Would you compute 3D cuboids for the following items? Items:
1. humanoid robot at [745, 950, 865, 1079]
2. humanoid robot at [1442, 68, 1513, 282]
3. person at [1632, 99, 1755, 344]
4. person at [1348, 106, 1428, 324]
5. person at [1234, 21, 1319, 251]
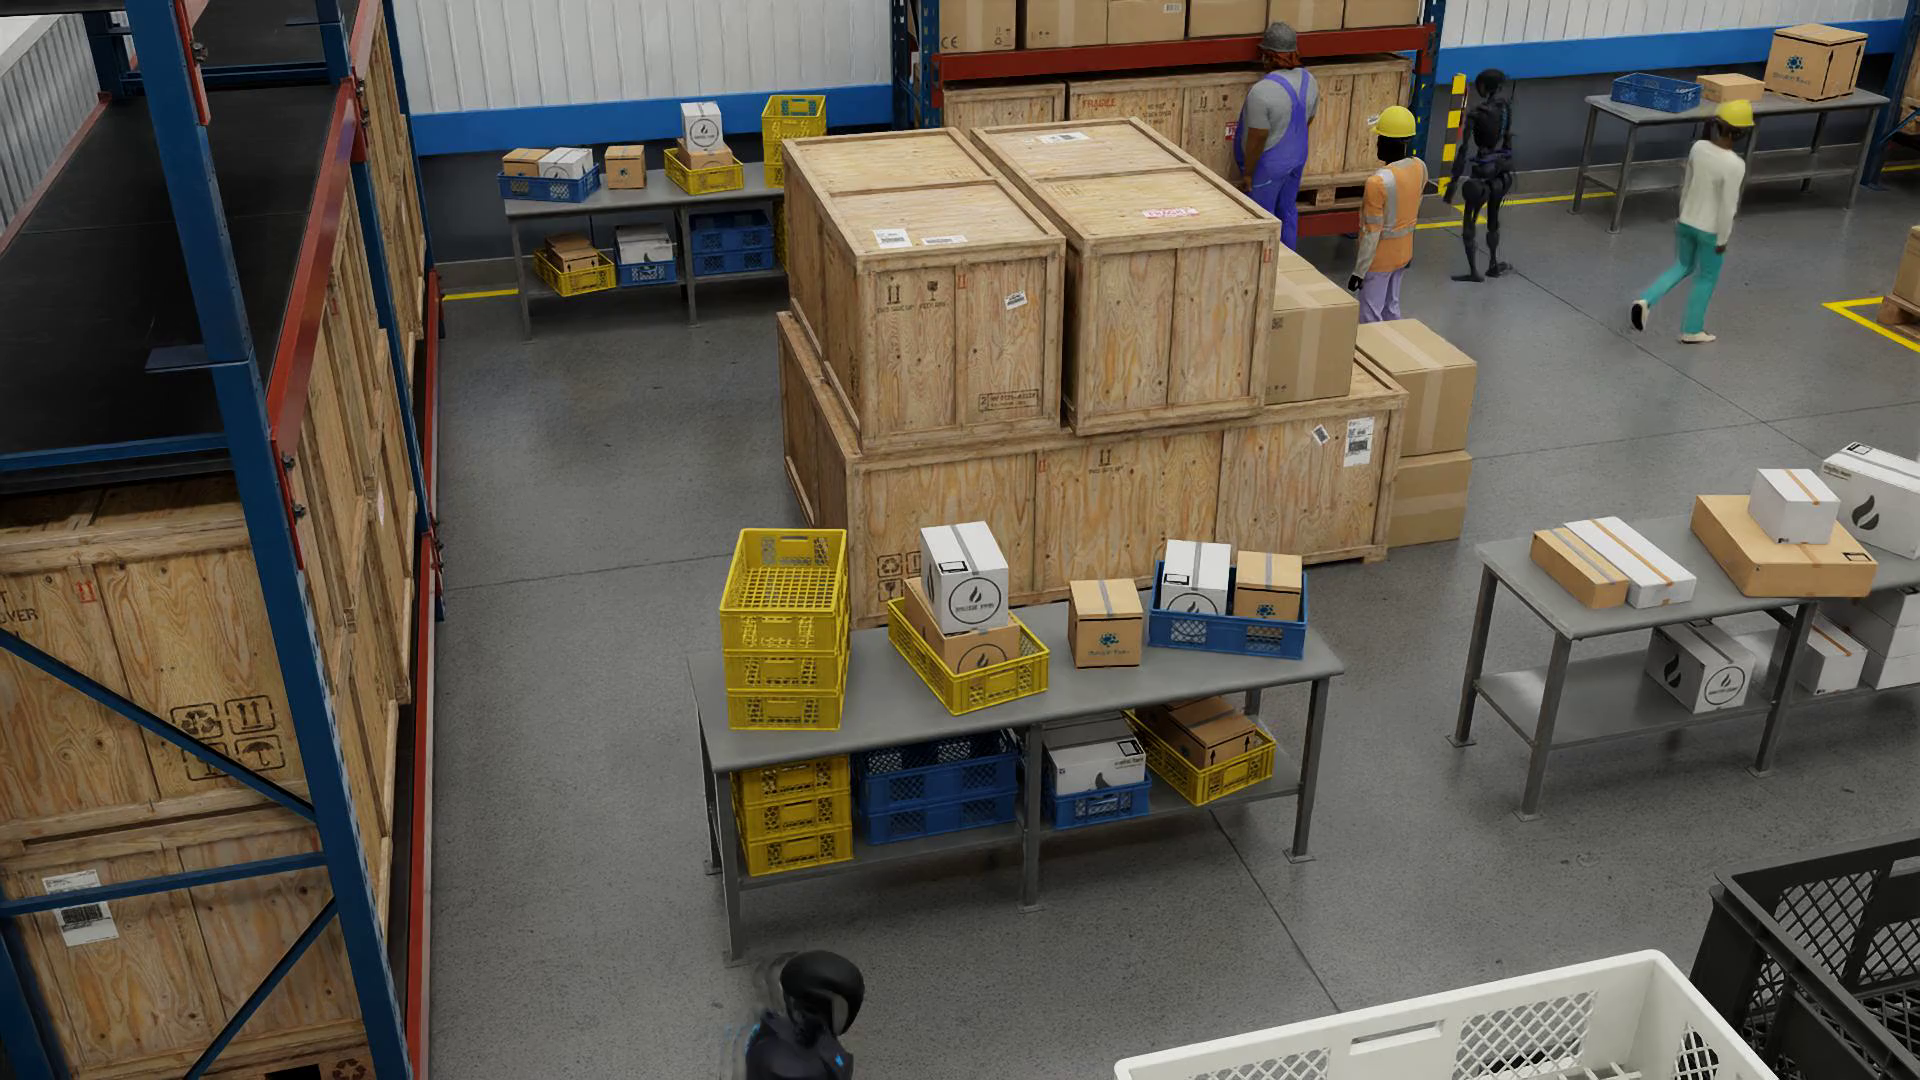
[{"bbox_3d":[-0.583,1.739,4.528,0.672,1.627,0.599,8,30,15],"label":"humanoid robot"},{"bbox_3d":[4.037,-2.808,12.782,0.670,1.641,0.362,-19,34,-31],"label":"humanoid robot"},{"bbox_3d":[5.125,-2.187,11.548,0.558,1.747,0.534,-10,30,-17],"label":"person"},{"bbox_3d":[2.712,-1.825,10.711,0.360,1.927,0.586,24,37,37],"label":"person"},{"bbox_3d":[2.287,-2.823,12.407,0.680,2.000,0.537,-23,36,-35],"label":"person"}]
